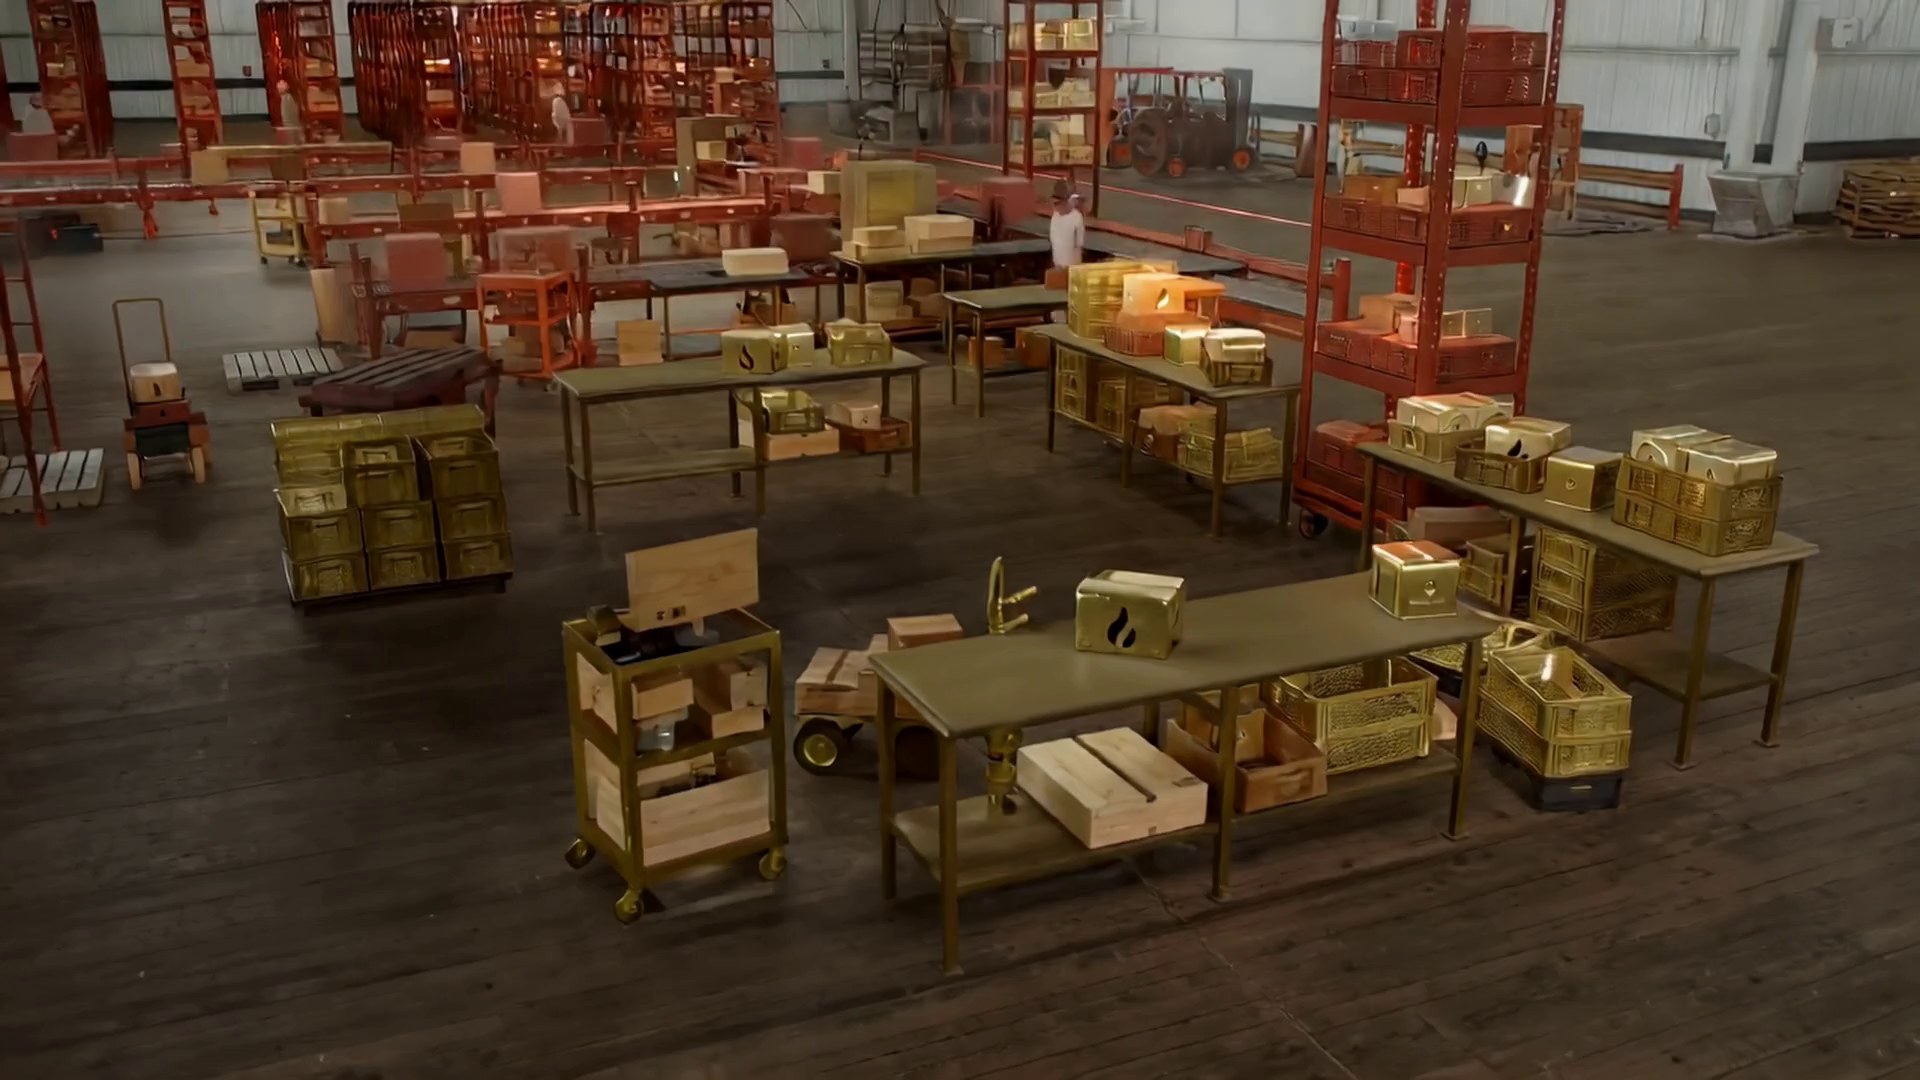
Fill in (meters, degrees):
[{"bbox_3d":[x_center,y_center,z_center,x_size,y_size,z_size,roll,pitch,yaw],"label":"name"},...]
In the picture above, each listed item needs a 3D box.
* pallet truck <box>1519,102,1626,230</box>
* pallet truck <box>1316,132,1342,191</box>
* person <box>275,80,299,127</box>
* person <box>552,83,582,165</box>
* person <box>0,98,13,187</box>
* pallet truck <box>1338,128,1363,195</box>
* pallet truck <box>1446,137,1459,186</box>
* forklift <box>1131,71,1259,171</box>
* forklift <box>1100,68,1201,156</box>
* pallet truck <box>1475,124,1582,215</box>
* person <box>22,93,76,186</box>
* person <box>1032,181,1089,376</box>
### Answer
[{"bbox_3d":[9.972,-6.037,26.785,1.885,1.965,0.823,-9,20,-25],"label":"pallet truck"},{"bbox_3d":[7.723,-7.504,32.656,1.601,1.201,0.680,-8,19,-23],"label":"pallet truck"},{"bbox_3d":[-14.353,-8.771,35.440,0.668,1.969,0.659,-4,18,-13],"label":"person"},{"bbox_3d":[-8.998,-9.509,38.041,0.806,1.801,0.599,-8,19,-23],"label":"person"},{"bbox_3d":[-18.379,-7.503,31.710,0.590,1.812,0.642,-11,21,-30],"label":"person"},{"bbox_3d":[7.845,-7.140,31.411,1.522,1.261,0.704,-9,20,-25],"label":"pallet truck"},{"bbox_3d":[9.184,-6.485,29.328,1.630,1.274,0.653,-8,19,-23],"label":"pallet truck"},{"bbox_3d":[4.998,-8.936,35.413,2.680,1.987,1.157,-9,20,-25],"label":"forklift"},{"bbox_3d":[4.082,-9.564,37.410,2.680,1.987,1.157,-8,19,-23],"label":"forklift"},{"bbox_3d":[9.707,-6.455,28.103,1.885,1.965,0.823,-7,19,-20],"label":"pallet truck"},{"bbox_3d":[-17.962,-7.821,32.651,1.044,1.839,0.657,1,18,2],"label":"person"},{"bbox_3d":[0.922,-2.495,15.904,0.874,1.833,0.541,-9,20,-25],"label":"person"}]
